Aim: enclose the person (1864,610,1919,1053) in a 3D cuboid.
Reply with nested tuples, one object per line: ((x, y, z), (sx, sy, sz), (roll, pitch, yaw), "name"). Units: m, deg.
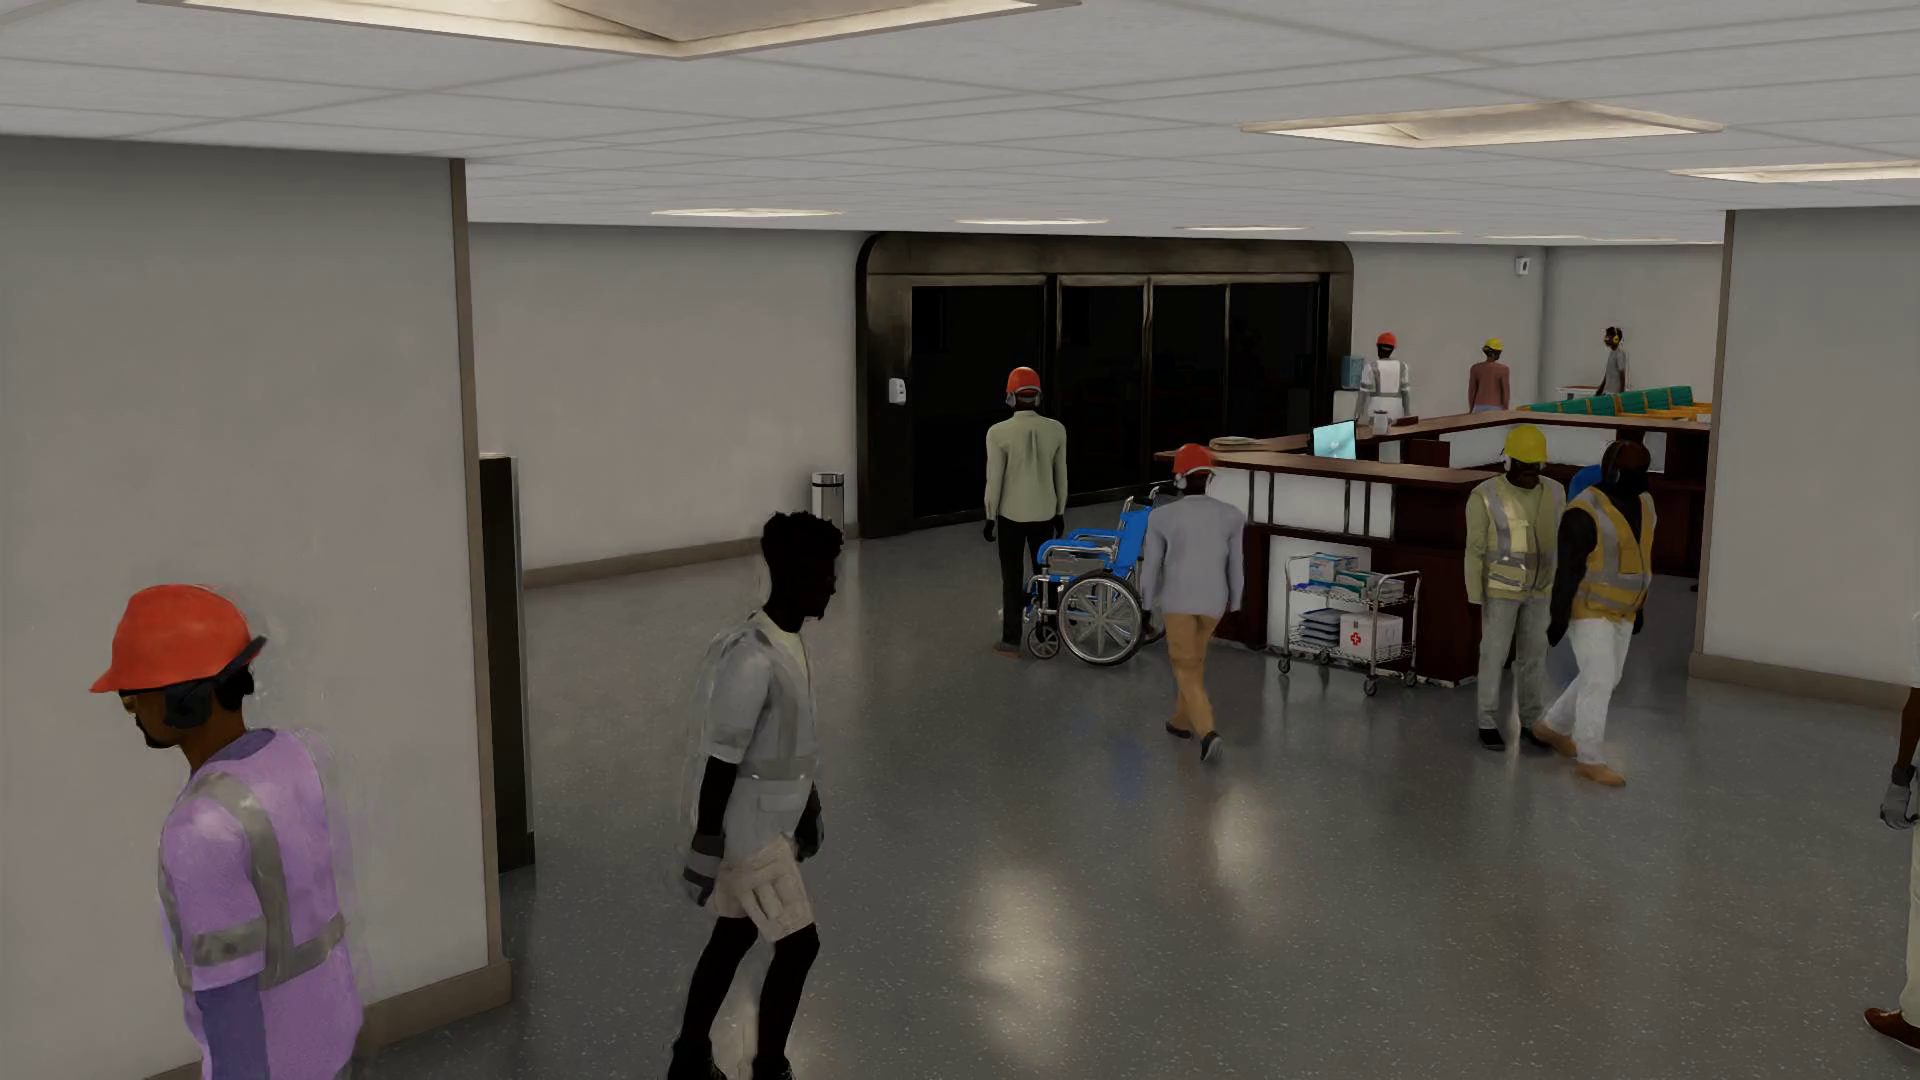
((3.396, 0.821, 5.634), (0.509, 1.862, 0.324), (0, 9, -3), "person")

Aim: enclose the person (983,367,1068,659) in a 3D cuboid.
((0.443, -0.187, 11.392), (0.622, 1.992, 0.396), (-4, 10, -23), "person")

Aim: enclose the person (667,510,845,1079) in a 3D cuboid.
((-0.622, 0.865, 5.149), (0.720, 1.917, 0.623), (0, 9, 0), "person")

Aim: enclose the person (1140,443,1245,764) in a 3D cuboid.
((1.286, 0.333, 9.072), (0.561, 1.719, 0.836), (-2, 10, -15), "person")

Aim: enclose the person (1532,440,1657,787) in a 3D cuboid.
((3.278, 0.352, 8.710), (0.645, 1.805, 0.682), (-7, 11, -35), "person")

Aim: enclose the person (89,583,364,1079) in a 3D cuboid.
((-1.524, 1.084, 3.536), (0.584, 2.018, 0.645), (0, 9, 0), "person")

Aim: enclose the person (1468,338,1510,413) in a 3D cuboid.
((6.856, -1.727, 21.550), (0.530, 1.765, 0.325), (7, 11, 35), "person")

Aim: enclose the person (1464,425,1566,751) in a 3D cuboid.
((3.072, 0.265, 9.182), (0.601, 1.818, 0.403), (-2, 9, -11), "person")

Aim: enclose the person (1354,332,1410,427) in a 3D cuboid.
((4.972, -1.491, 19.648), (0.683, 1.907, 0.519), (-1, 9, -9), "person")
